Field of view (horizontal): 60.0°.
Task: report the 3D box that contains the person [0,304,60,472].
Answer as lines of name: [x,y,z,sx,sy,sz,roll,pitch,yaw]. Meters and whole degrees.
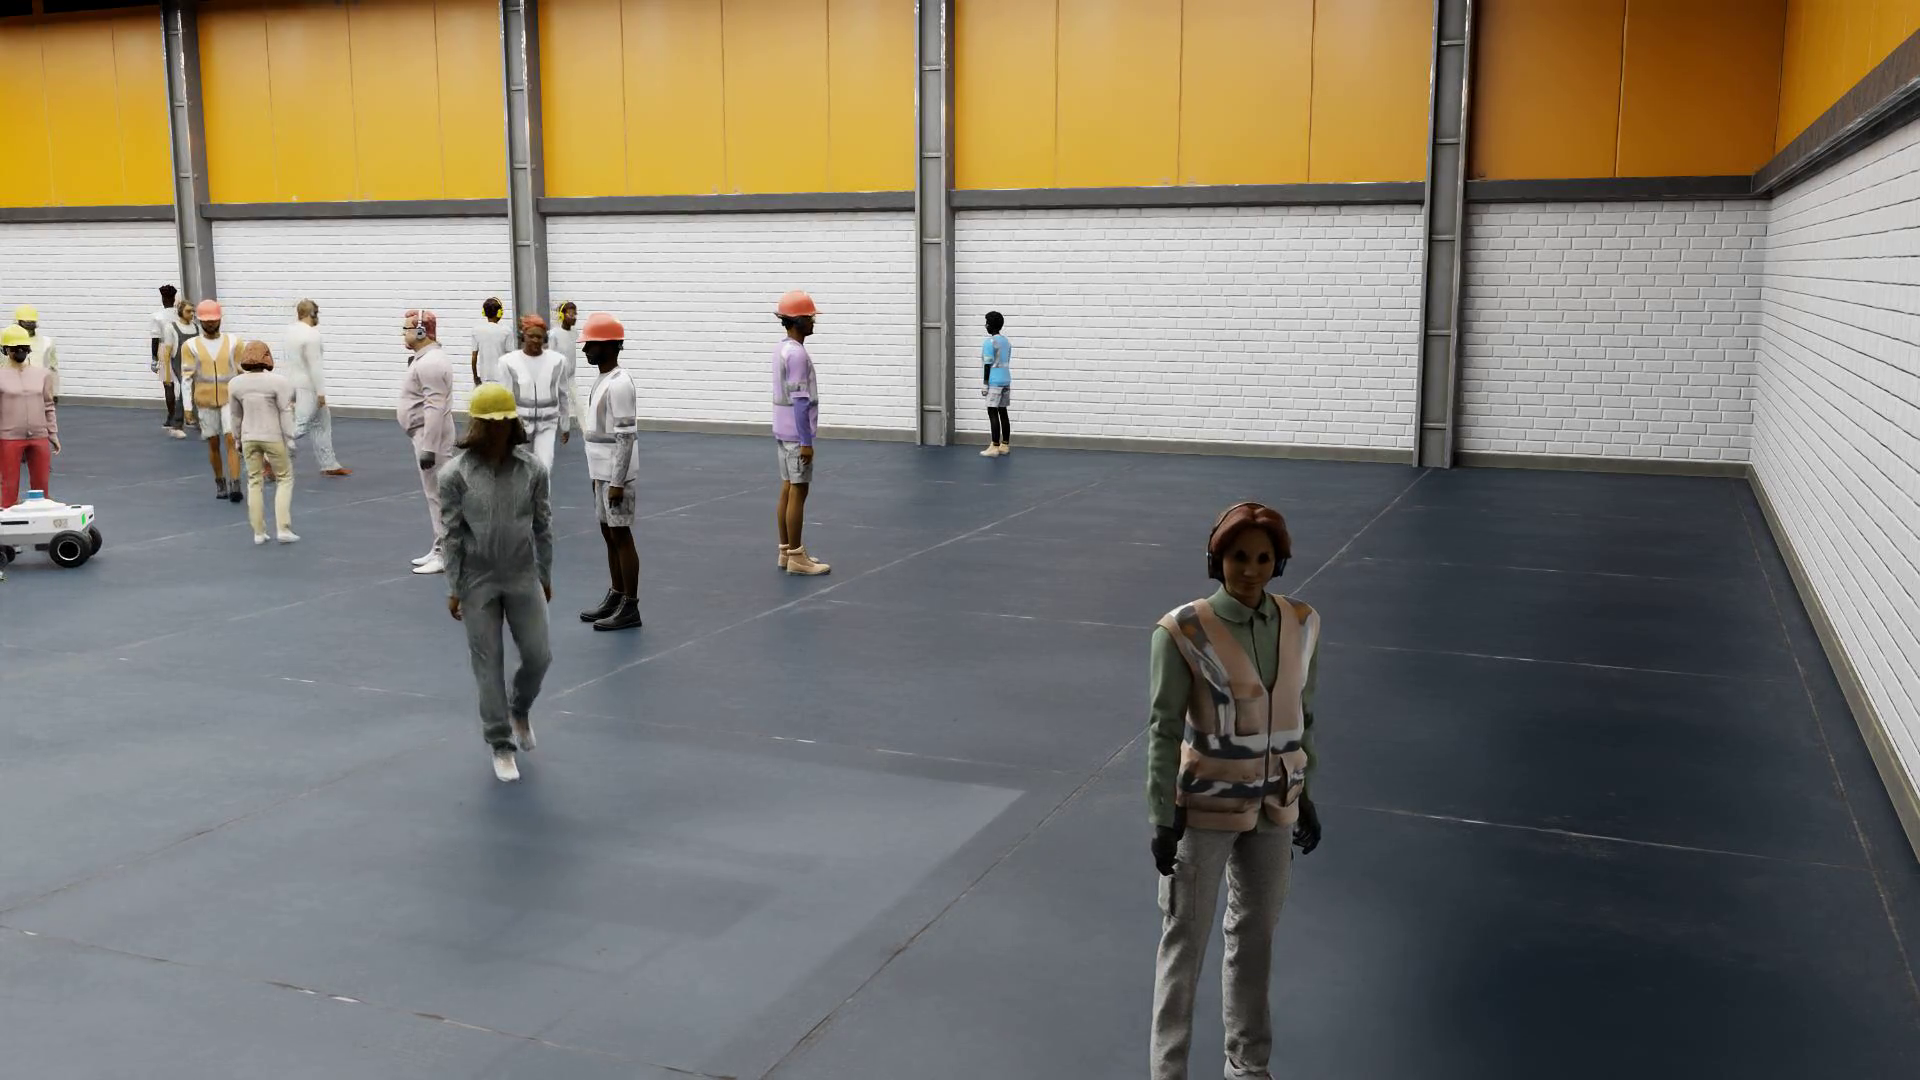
person: [-10.054,-1.642,17.969,0.604,1.815,0.641,-6,11,-34]

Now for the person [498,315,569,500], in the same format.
person: [-3.495,-0.927,13.640,0.590,1.832,0.994,-3,10,-19]

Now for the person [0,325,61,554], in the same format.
person: [-7.271,-0.784,12.923,0.310,1.768,0.533,7,12,36]

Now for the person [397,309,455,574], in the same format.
person: [-3.862,-0.712,12.059,0.399,1.909,0.642,-3,10,-15]

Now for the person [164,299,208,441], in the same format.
person: [-9.807,-2.156,21.164,1.025,1.788,0.525,5,11,30]

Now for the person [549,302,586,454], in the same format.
person: [-4.595,-1.872,19.442,1.026,1.793,0.539,6,11,31]

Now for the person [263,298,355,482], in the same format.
person: [-6.849,-1.551,17.212,0.951,1.897,0.636,-7,12,-36]

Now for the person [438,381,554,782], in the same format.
person: [-2.000,0.174,7.220,0.490,1.729,0.405,-5,11,-28]

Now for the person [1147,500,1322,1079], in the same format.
person: [0.703,0.709,4.264,0.523,1.636,0.310,-5,10,-27]

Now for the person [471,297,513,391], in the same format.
person: [-5.197,-1.768,18.589,0.512,1.867,0.330,1,9,6]

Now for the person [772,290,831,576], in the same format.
person: [-1.156,-0.766,11.965,0.362,2.048,0.613,-3,10,-17]

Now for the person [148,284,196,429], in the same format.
person: [-10.741,-2.499,22.709,0.363,1.963,0.612,8,13,41]

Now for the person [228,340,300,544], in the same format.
person: [-5.553,-0.773,13.259,0.519,1.629,0.278,1,9,5]

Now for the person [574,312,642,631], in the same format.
person: [-2.151,-0.417,10.178,0.355,1.938,0.545,-5,10,-26]

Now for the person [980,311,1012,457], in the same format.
person: [0.422,-1.822,19.442,0.319,1.693,0.530,5,11,28]

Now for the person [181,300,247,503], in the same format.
person: [-6.946,-1.280,15.524,0.574,1.889,0.955,-4,10,-23]

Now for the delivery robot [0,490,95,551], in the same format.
delivery robot: [-6.828,-0.127,12.321,0.707,0.478,0.477,-3,10,-17]

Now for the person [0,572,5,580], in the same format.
person: [-7.208,-0.612,11.798,0.914,1.803,0.618,7,12,36]
